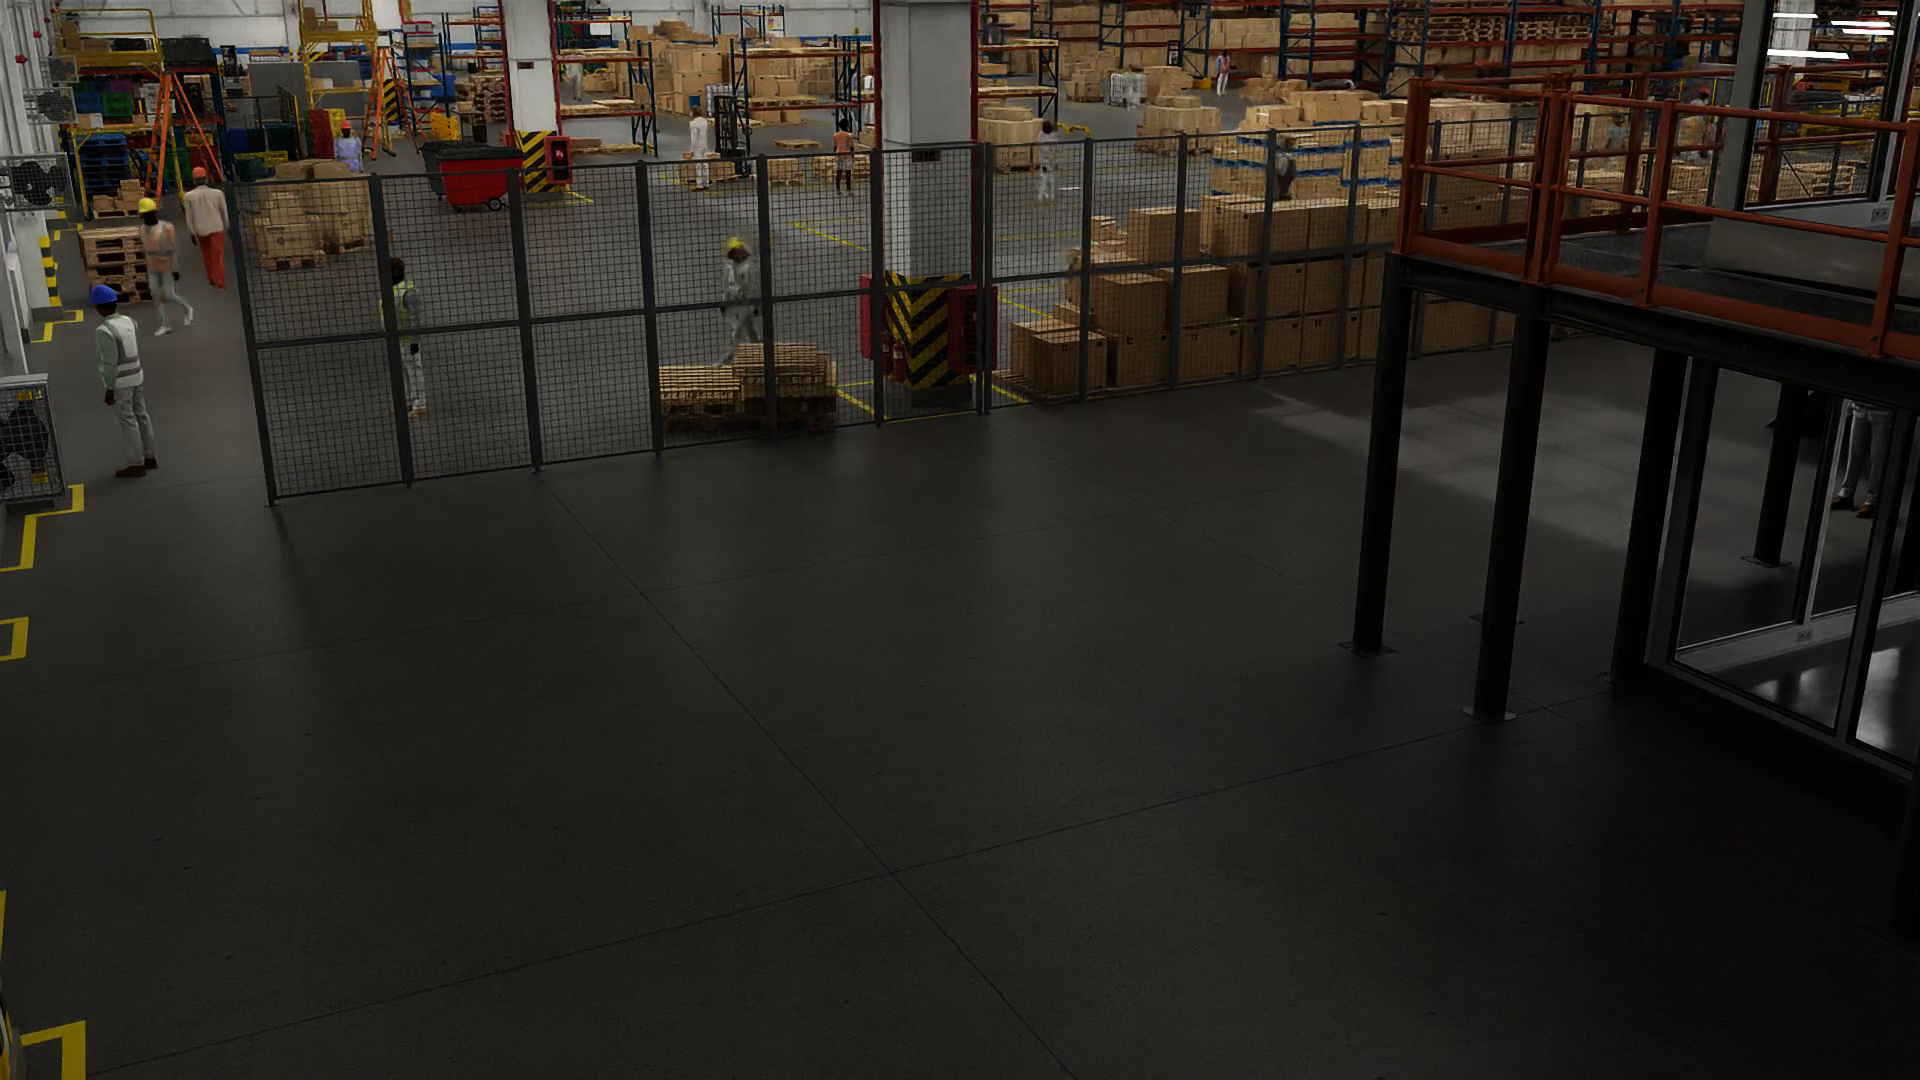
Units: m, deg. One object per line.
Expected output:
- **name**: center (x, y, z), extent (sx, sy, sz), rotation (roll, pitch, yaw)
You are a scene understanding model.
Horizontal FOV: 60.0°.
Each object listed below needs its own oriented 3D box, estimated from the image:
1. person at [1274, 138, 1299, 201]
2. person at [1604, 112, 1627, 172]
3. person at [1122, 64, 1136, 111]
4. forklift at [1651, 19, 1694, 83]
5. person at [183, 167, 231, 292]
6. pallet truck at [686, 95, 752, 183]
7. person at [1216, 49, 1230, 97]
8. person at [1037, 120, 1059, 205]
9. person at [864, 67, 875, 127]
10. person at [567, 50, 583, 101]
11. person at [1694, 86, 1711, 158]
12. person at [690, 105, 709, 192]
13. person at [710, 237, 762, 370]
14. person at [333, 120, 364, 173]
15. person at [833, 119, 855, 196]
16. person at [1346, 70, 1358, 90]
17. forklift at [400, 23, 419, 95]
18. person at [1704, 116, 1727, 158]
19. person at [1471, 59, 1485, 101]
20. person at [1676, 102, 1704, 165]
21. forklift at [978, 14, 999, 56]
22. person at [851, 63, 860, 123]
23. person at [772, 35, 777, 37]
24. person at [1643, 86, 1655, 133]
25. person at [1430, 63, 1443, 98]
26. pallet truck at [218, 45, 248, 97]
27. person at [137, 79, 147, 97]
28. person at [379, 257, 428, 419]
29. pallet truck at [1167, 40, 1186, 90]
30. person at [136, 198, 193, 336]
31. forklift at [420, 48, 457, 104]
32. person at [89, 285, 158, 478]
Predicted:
- **person**: center (6.384, -7.006, 32.627), extent (0.998, 1.798, 0.522), rotation (16, 25, 38)
- **person**: center (14.932, -8.833, 37.890), extent (0.541, 1.827, 0.978), rotation (-15, 24, -38)
- **person**: center (6.006, -16.080, 59.171), extent (0.376, 1.623, 0.526), rotation (-15, 24, -36)
- **forklift**: center (31.098, -21.107, 71.854), extent (1.129, 2.768, 1.873), rotation (-10, 21, -26)
- **person**: center (-11.884, -4.899, 26.334), extent (0.637, 1.962, 0.966), rotation (-6, 20, -16)
- **pallet truck**: center (-5.836, -9.608, 39.856), extent (0.823, 1.965, 1.885), rotation (10, 22, 27)
- **person**: center (10.441, -18.498, 65.862), extent (0.627, 1.844, 0.429), rotation (-11, 22, -28)
- **person**: center (1.935, -8.179, 36.019), extent (0.433, 1.807, 0.726), rotation (13, 23, 32)
- **person**: center (-2.875, -14.268, 53.557), extent (0.355, 1.876, 0.574), rotation (-17, 26, -41)
- **person**: center (-14.751, -17.817, 63.796), extent (0.633, 1.911, 0.881), rotation (-5, 20, -15)
- **person**: center (19.905, -11.307, 44.955), extent (0.574, 1.895, 0.947), rotation (-11, 22, -28)
- **person**: center (-5.971, -8.943, 38.017), extent (0.373, 1.940, 0.629), rotation (7, 20, 21)
- **person**: center (-2.830, -3.003, 21.172), extent (0.936, 1.690, 0.504), rotation (-14, 24, -36)
- **person**: center (-12.635, -7.708, 34.432), extent (0.547, 1.942, 0.344), rotation (-8, 21, -23)
- **person**: center (-2.612, -8.620, 37.461), extent (0.535, 1.693, 0.321), rotation (9, 21, 24)
- **person**: center (12.220, -13.775, 52.129), extent (0.976, 1.879, 0.604), rotation (13, 23, 33)
- **forklift**: center (-21.434, -18.926, 65.533), extent (1.129, 2.768, 1.873), rotation (-9, 21, -25)
- **person**: center (17.548, -8.986, 38.489), extent (0.625, 1.699, 0.925), rotation (11, 22, 29)
- **person**: center (17.714, -15.325, 56.500), extent (0.930, 1.964, 0.627), rotation (0, 19, 0)
- **person**: center (17.112, -9.293, 39.047), extent (0.560, 1.927, 0.523), rotation (7, 20, 19)
- **forklift**: center (1.364, -23.005, 77.358), extent (1.873, 2.768, 1.129), rotation (17, 25, 40)
- **person**: center (-3.490, -14.688, 54.711), extent (0.397, 1.919, 0.581), rotation (3, 19, 8)
- **person**: center (-8.854, -22.800, 78.254), extent (0.865, 1.904, 0.540), rotation (-4, 20, -12)
- **person**: center (20.031, -12.449, 48.661), extent (0.514, 1.615, 0.461), rotation (2, 19, 6)
- **person**: center (15.316, -14.428, 53.761), extent (0.986, 2.000, 0.690), rotation (8, 20, 21)
- **pallet truck**: center (-28.879, -18.665, 66.111), extent (0.823, 1.965, 1.885), rotation (-3, 19, -9)
- **person**: center (-25.178, -13.423, 51.468), extent (0.515, 1.634, 0.314), rotation (9, 21, 23)
- **person**: center (-6.335, -2.298, 18.899), extent (0.624, 1.845, 0.430), rotation (18, 26, 42)
- **pallet truck**: center (9.045, -19.971, 69.895), extent (0.823, 1.965, 1.885), rotation (-3, 19, -8)
- **person**: center (-11.175, -3.841, 23.287), extent (0.597, 1.896, 0.587), rotation (4, 19, 11)
- **forklift**: center (-19.865, -17.737, 62.086), extent (1.873, 2.768, 1.129), rotation (-7, 20, -20)
- **person**: center (-8.424, -1.596, 16.708), extent (0.402, 1.943, 0.609), rotation (0, 19, 1)
